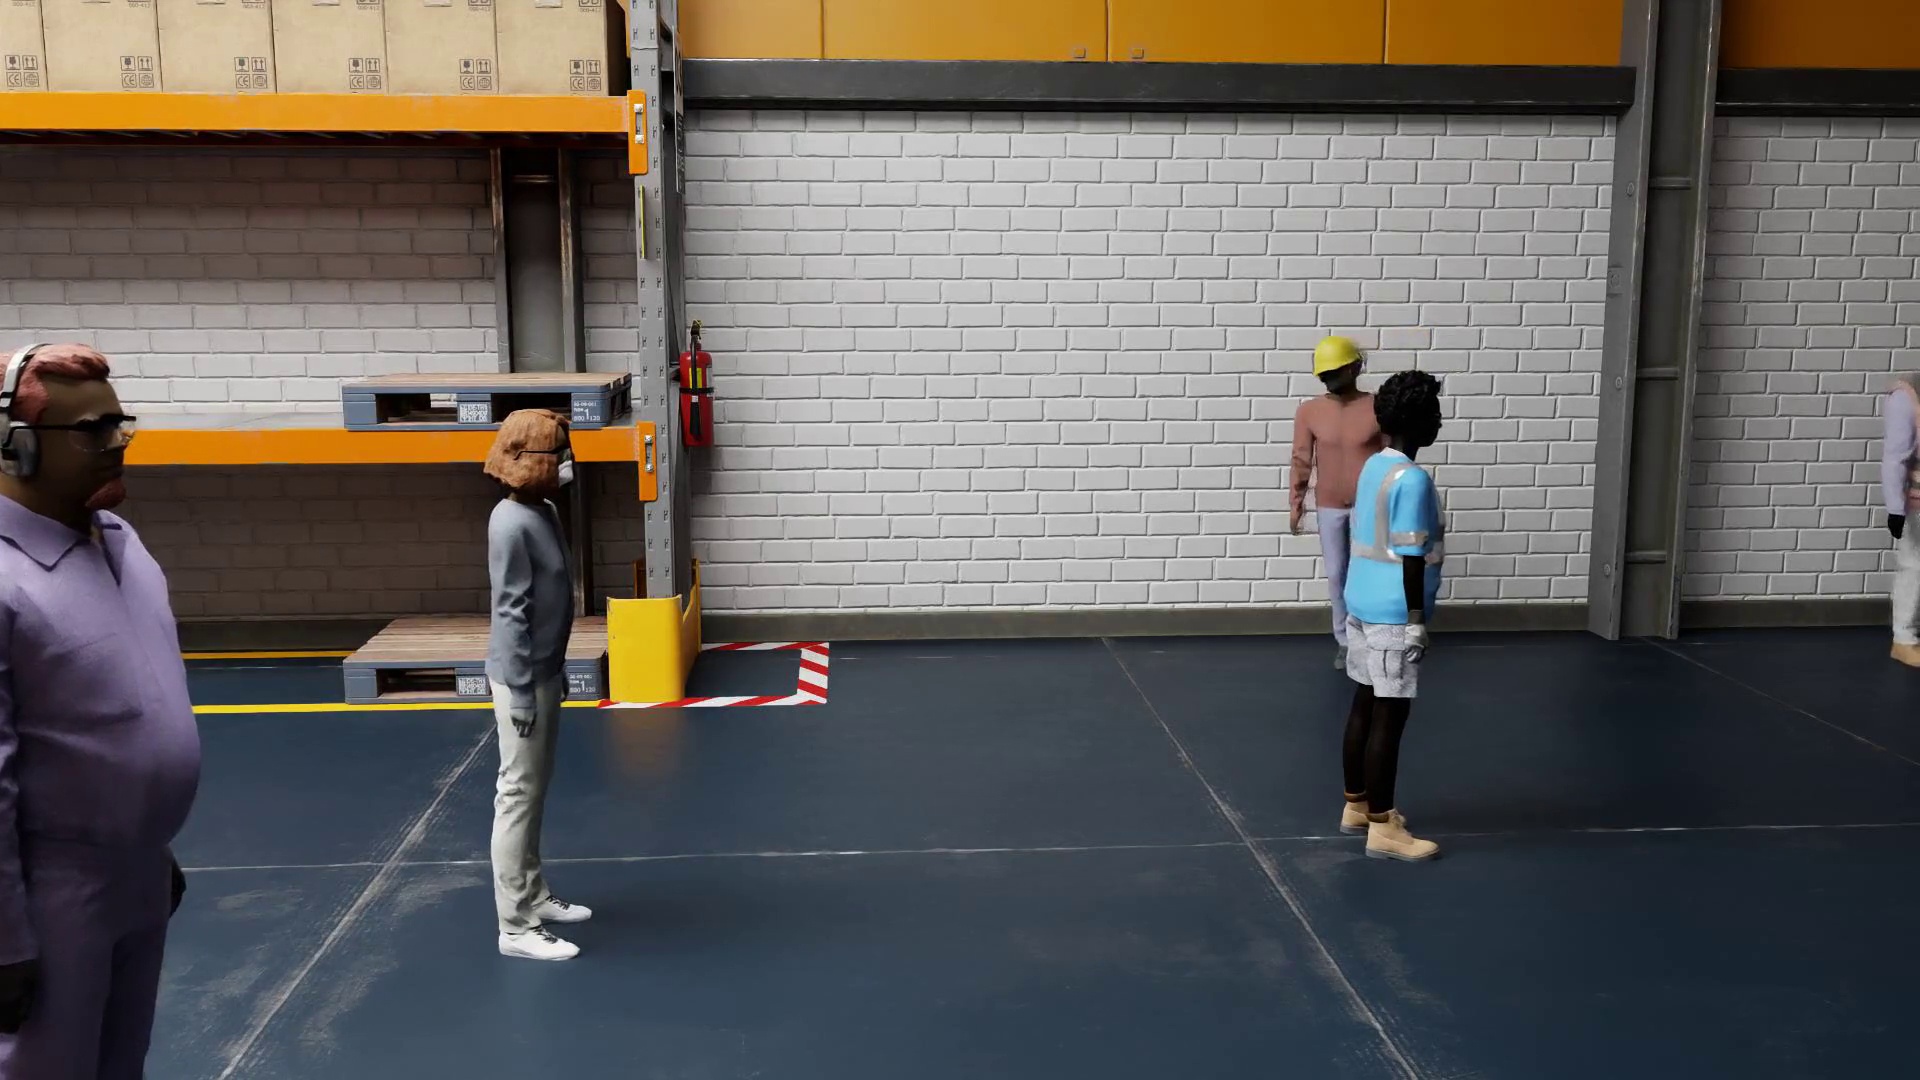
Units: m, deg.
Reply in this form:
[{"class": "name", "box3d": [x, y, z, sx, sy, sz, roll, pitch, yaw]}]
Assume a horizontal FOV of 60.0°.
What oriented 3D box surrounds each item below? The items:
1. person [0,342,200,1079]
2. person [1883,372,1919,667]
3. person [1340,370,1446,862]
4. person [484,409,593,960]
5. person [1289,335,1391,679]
[{"class": "person", "box3d": [-1.563, 0.605, 2.981, 0.399, 1.908, 0.643, 0, 9, -2]}, {"class": "person", "box3d": [4.938, -0.188, 8.334, 0.628, 1.791, 0.841, 1, 9, 7]}, {"class": "person", "box3d": [1.520, 0.256, 5.828, 0.321, 1.695, 0.537, 0, 9, -2]}, {"class": "person", "box3d": [-1.272, 0.420, 4.992, 0.279, 1.632, 0.502, 0, 9, -2]}, {"class": "person", "box3d": [1.942, -0.164, 8.363, 0.540, 1.724, 0.647, 4, 10, 25]}]
